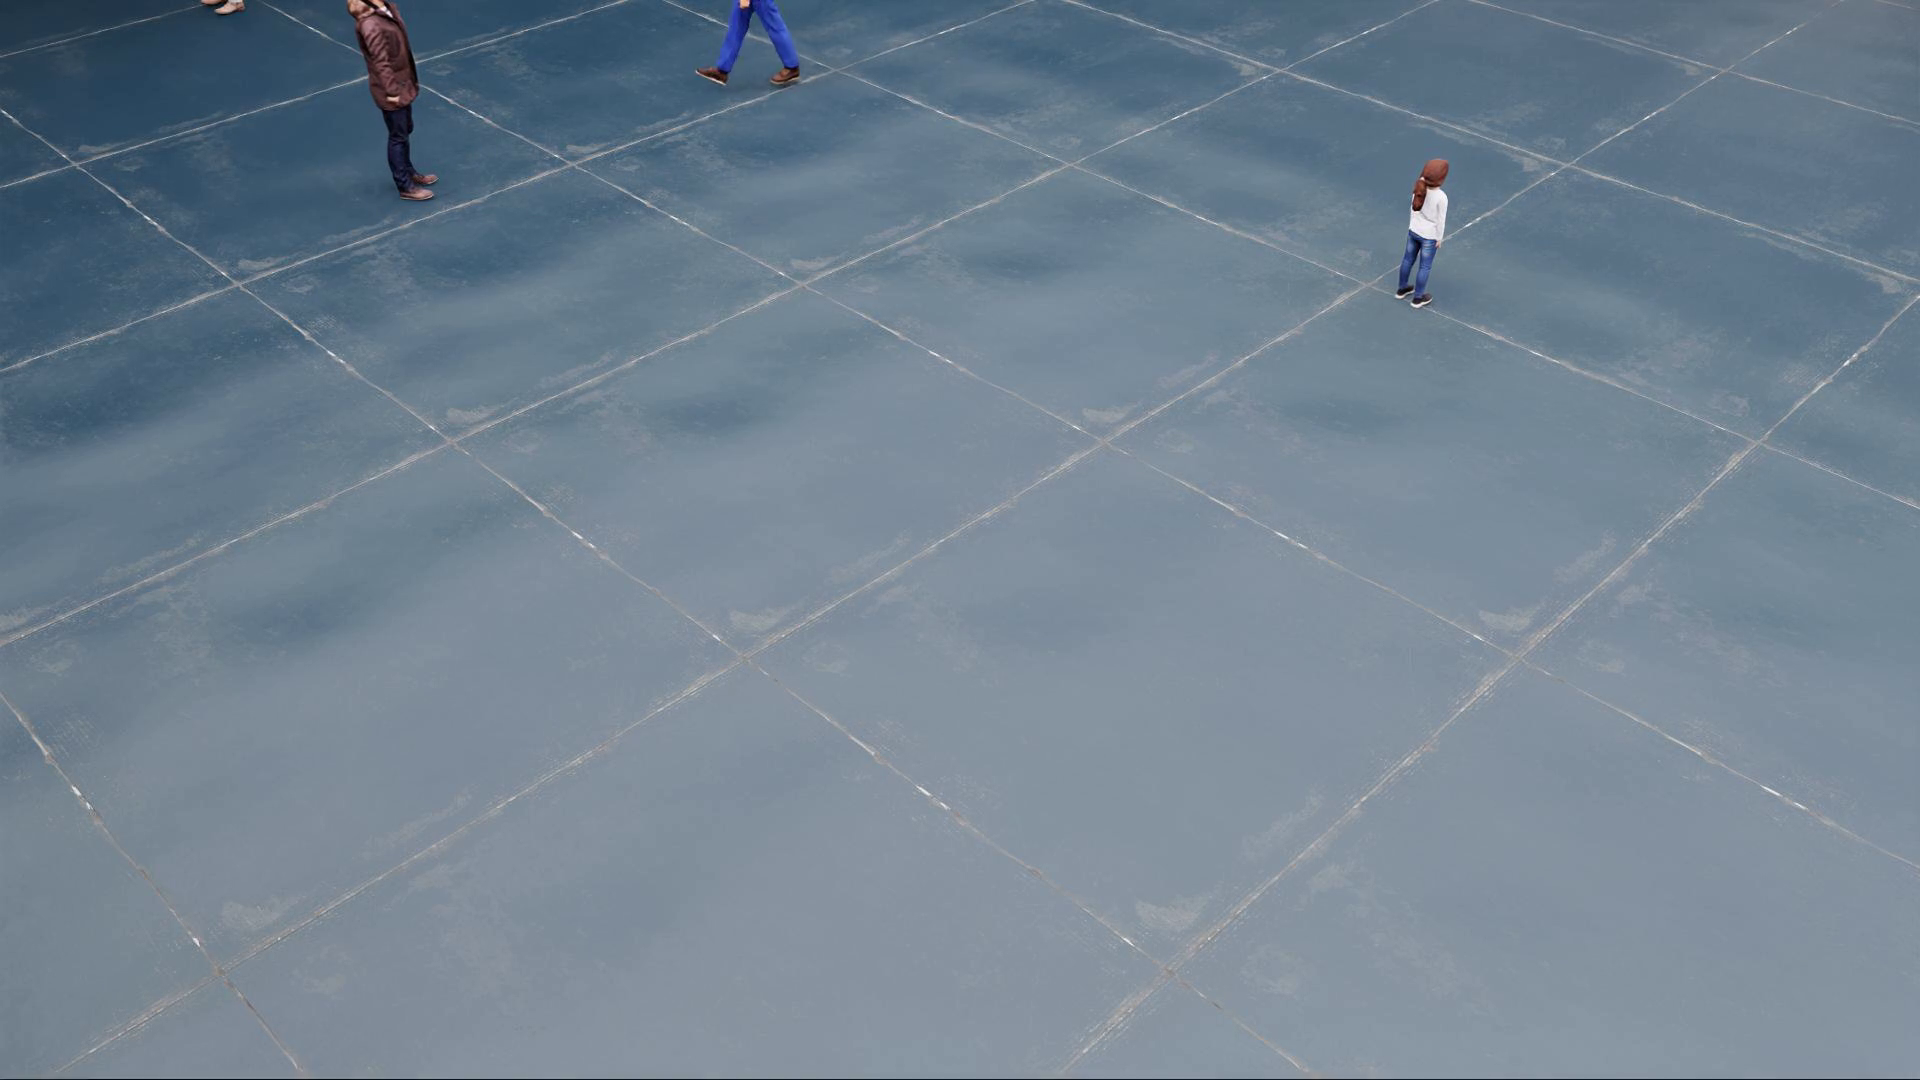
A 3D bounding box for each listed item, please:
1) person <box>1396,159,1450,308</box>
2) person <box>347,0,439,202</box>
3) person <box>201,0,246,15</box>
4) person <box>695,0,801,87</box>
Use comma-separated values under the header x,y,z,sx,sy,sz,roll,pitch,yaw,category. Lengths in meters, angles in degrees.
x,y,z,sx,sy,sz,roll,pitch,yaw,category
3.345,-2.236,11.989,0.482,1.112,0.448,-27,45,-31,person
-4.522,-3.636,13.225,0.907,1.844,0.869,-3,37,-4,person
-7.565,-6.257,16.632,0.625,1.893,0.693,-24,43,-28,person
-1.753,-4.961,14.993,1.311,1.813,1.024,-15,40,-18,person
